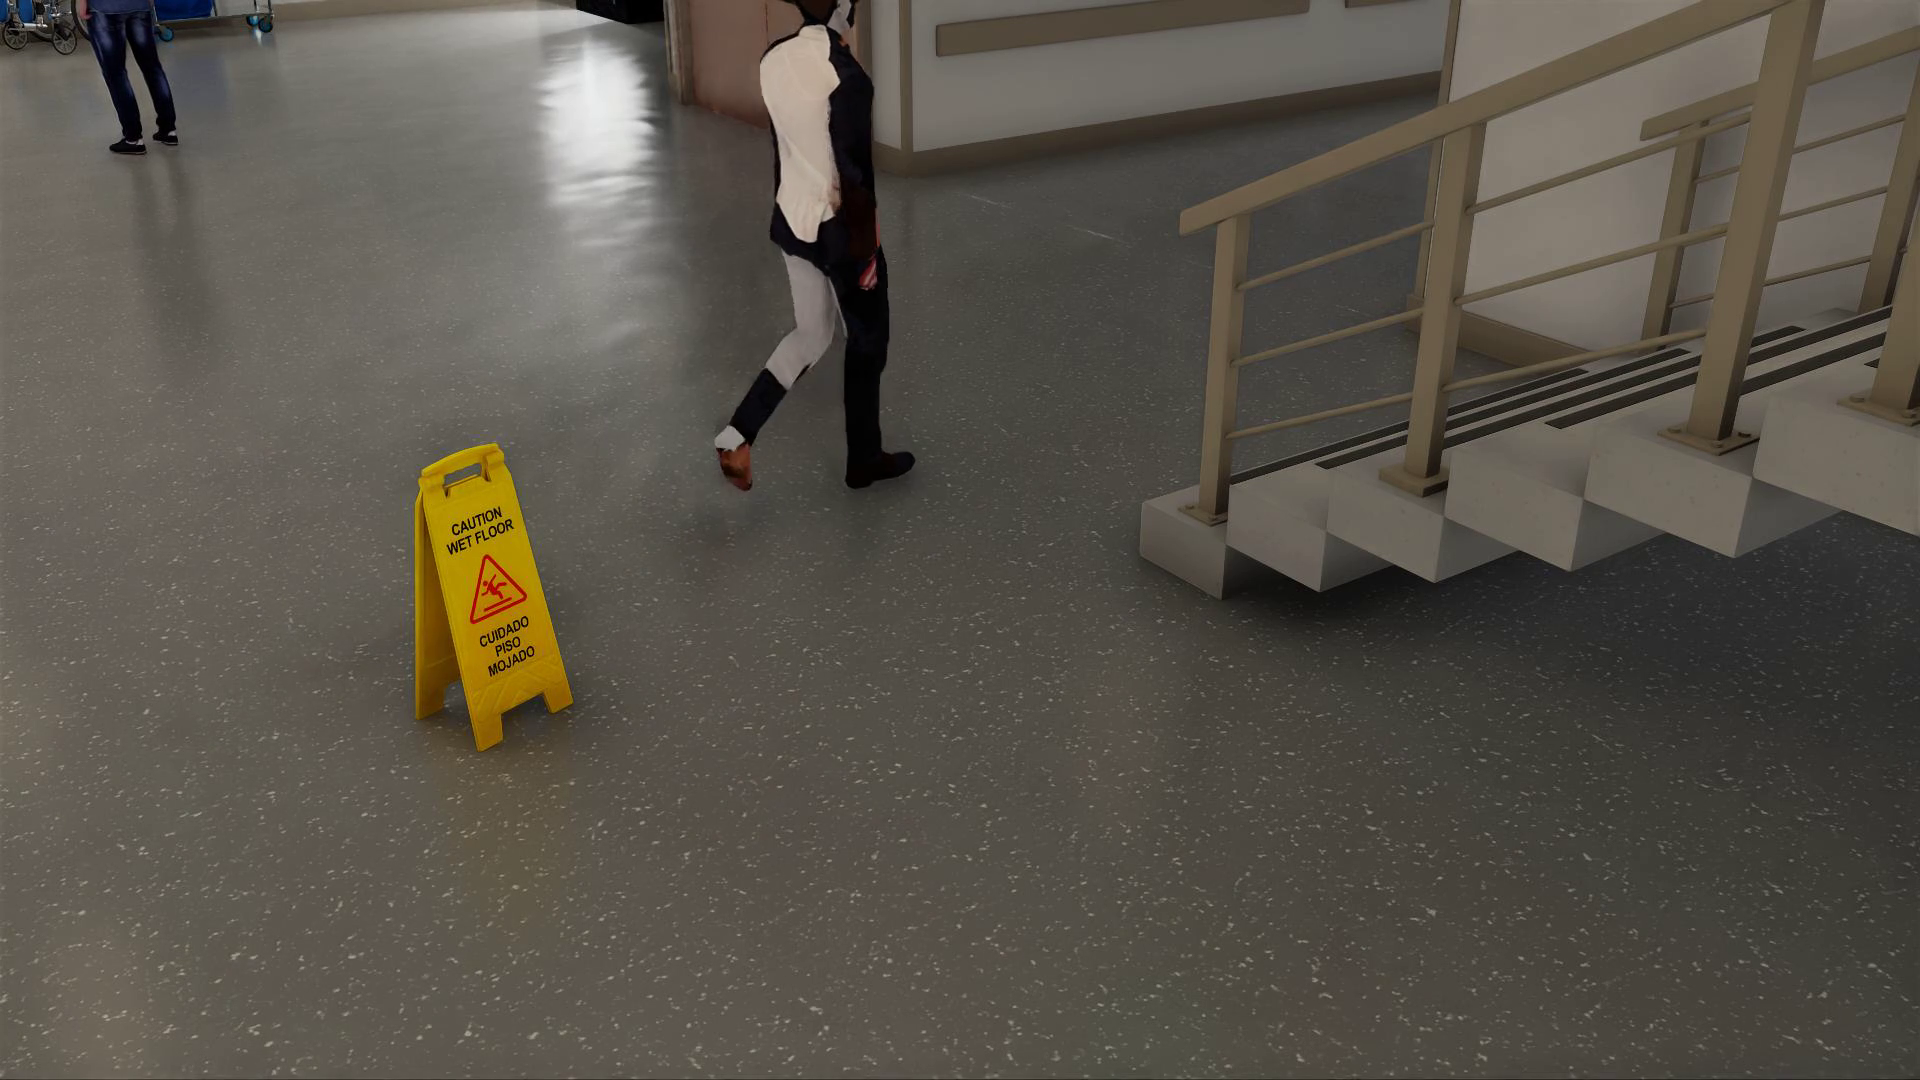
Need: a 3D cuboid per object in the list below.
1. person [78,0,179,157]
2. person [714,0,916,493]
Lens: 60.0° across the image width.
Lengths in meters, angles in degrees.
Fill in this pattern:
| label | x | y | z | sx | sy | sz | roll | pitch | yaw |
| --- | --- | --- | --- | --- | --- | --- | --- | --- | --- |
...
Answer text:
| label | x | y | z | sx | sy | sz | roll | pitch | yaw |
| --- | --- | --- | --- | --- | --- | --- | --- | --- | --- |
| person | -5.407 | -3.418 | 10.668 | 0.763 | 1.825 | 0.798 | 14 | 29 | 26 |
| person | -0.514 | -0.998 | 5.595 | 0.844 | 1.872 | 1.011 | -22 | 33 | -37 |
